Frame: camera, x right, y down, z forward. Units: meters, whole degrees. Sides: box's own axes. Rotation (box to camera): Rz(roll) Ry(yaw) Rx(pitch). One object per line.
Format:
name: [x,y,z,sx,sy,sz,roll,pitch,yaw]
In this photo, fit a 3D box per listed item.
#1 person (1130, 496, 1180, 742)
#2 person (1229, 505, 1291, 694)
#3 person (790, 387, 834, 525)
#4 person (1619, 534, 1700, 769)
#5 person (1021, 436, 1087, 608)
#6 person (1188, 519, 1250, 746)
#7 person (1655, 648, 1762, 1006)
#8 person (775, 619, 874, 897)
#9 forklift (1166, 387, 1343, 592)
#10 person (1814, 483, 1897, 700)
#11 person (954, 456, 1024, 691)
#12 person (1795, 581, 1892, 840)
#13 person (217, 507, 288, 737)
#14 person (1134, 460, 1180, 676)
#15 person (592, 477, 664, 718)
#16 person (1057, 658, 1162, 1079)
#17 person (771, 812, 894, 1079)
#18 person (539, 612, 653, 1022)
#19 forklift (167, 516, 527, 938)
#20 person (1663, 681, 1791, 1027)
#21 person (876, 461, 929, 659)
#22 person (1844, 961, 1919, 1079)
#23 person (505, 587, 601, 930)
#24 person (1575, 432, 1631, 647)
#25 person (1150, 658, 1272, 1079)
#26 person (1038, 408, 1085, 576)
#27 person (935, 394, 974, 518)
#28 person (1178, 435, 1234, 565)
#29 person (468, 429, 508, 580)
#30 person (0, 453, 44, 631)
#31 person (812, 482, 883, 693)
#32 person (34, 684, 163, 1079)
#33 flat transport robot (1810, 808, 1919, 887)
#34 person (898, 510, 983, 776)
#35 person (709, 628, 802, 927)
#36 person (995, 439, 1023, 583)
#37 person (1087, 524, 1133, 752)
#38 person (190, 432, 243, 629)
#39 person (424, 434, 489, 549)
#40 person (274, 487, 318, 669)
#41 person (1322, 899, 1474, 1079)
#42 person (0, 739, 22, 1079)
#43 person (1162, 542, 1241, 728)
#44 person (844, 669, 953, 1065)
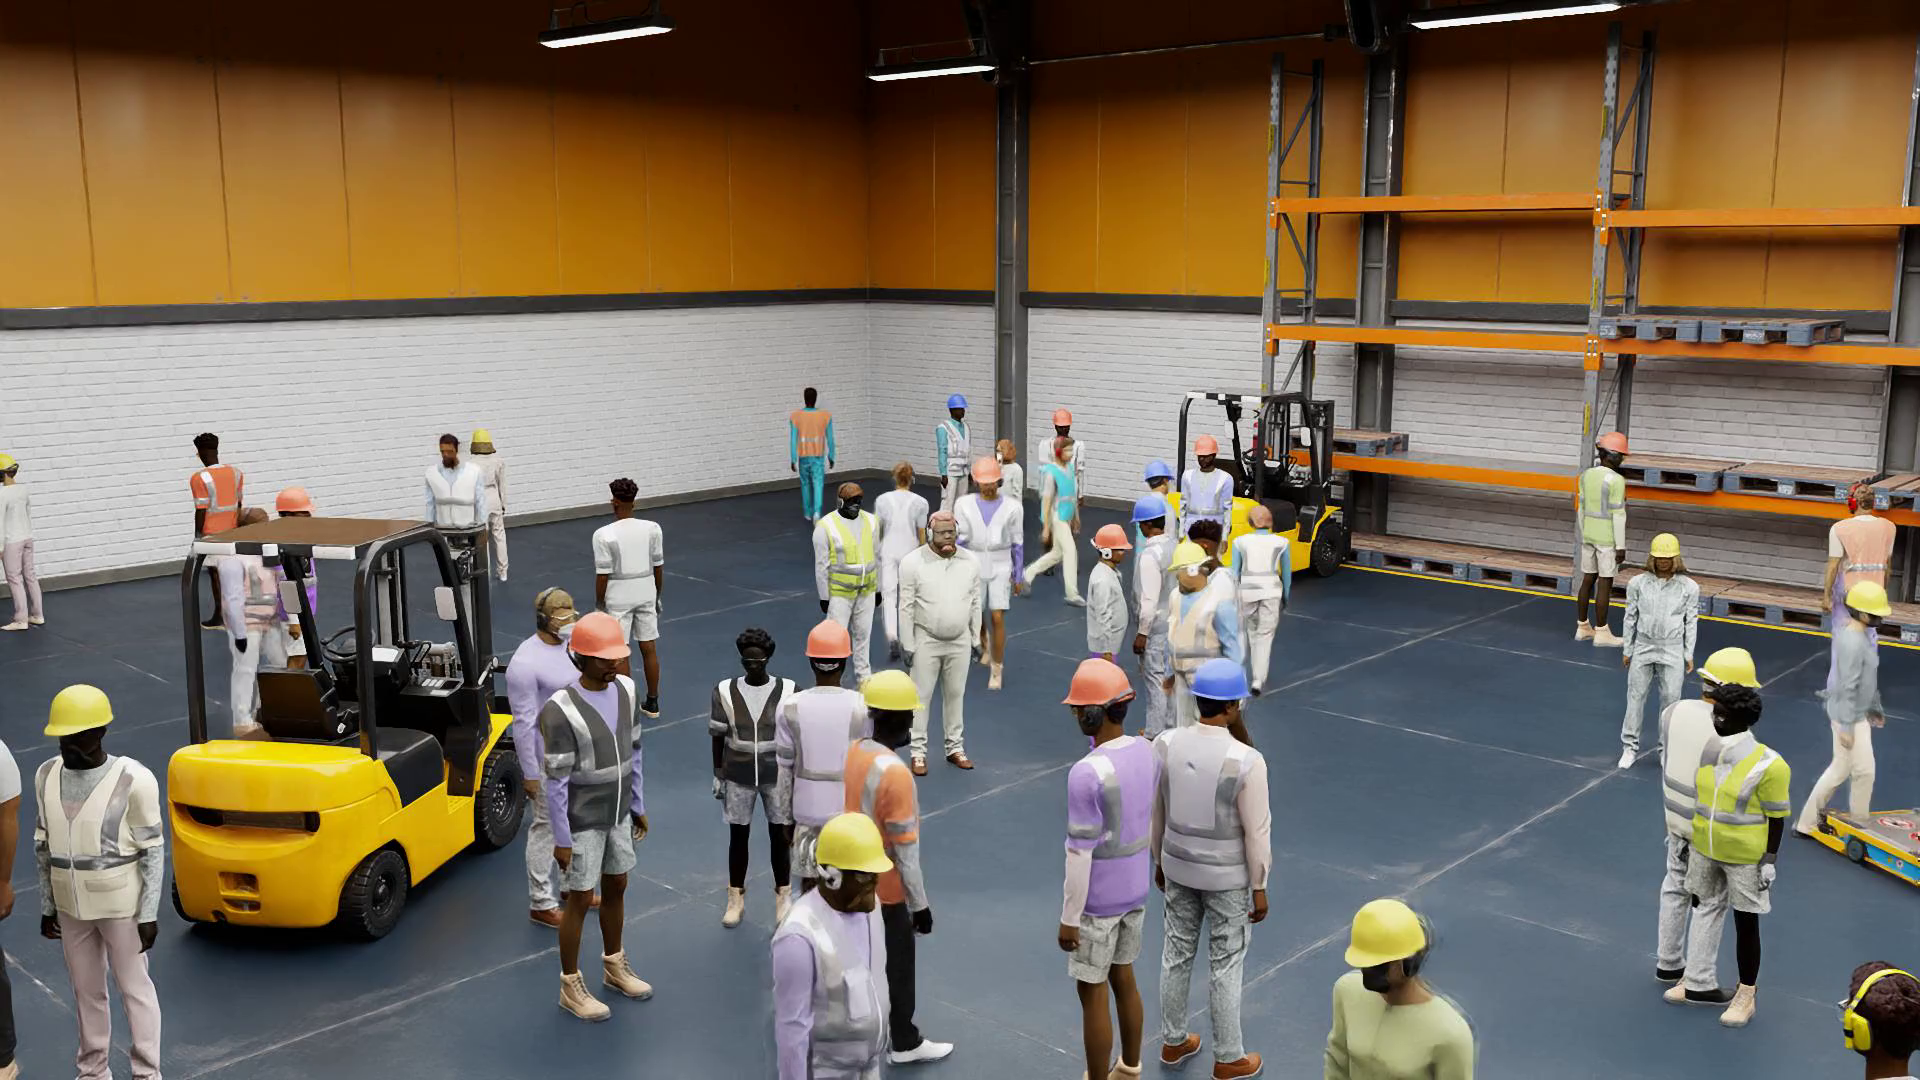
person: [1.450,0.631,12.445,0.403,1.937,0.604,5,11,25]
person: [2.549,0.497,14.201,0.535,1.592,0.842,3,10,16]
person: [-2.024,-1.156,22.800,0.606,1.881,0.967,-1,10,-8]
person: [5.028,0.811,11.971,0.493,1.743,0.312,4,11,20]
person: [1.003,-0.208,17.587,0.826,1.810,0.577,4,11,21]
person: [1.823,0.817,11.448,0.501,1.926,0.652,0,10,-2]
person: [3.730,1.423,8.287,0.403,1.817,0.605,-3,10,-14]
person: [-0.647,1.355,8.371,0.540,1.929,0.384,1,10,7]
forklift: [3.298,-0.608,18.767,1.214,2.155,2.313,9,13,42]
person: [7.436,0.449,13.775,0.562,1.837,0.386,-1,10,-6]
person: [0.257,0.248,14.425,0.607,2.015,0.788,1,10,7]
person: [5.580,1.098,10.376,0.576,1.737,0.569,6,11,29]
person: [-5.394,0.637,12.747,0.522,1.818,0.647,1,10,7]
person: [1.743,0.263,14.647,0.399,1.910,0.665,-4,11,-20]
person: [-2.638,0.478,13.231,0.603,1.967,0.366,-8,13,-37]
person: [0.613,1.512,7.186,0.410,2.030,0.611,7,12,36]
person: [-0.537,1.832,6.011,0.798,1.799,0.598,6,11,29]
person: [-1.751,1.343,8.140,0.417,2.035,0.606,6,12,32]
forklift: [-3.583,0.976,9.748,1.214,2.155,2.313,2,10,11]
person: [3.741,1.514,8.106,0.318,1.694,0.539,-6,12,-31]
person: [-0.551,0.179,15.392,0.523,1.822,0.879,1,10,3]
person: [2.464,2.060,4.542,0.511,1.861,0.324,-2,10,-11]
person: [-2.251,1.200,9.249,0.367,1.926,0.637,4,11,21]
person: [6.130,-0.008,15.813,0.391,2.034,0.605,-3,10,-15]
person: [1.137,1.490,7.533,0.614,1.943,0.405,8,13,40]
person: [1.177,-0.551,19.173,0.545,1.938,0.361,-2,10,-11]
person: [-0.057,-0.857,20.882,0.380,1.951,0.605,7,12,36]
person: [2.418,-0.074,16.461,0.544,1.939,0.354,4,11,24]
person: [-5.362,-0.384,18.780,0.315,1.741,0.494,9,14,43]
person: [-9.375,0.017,16.457,0.345,1.756,0.518,0,10,1]
person: [-0.921,0.422,13.950,0.619,1.836,0.431,-7,12,-34]
person: [-3.724,1.558,7.192,0.585,1.929,0.363,2,10,10]
flat transport robot: [5.863,1.904,9.939,0.652,0.197,1.431,-2,10,-11]
person: [-0.124,0.731,11.959,0.639,1.911,0.402,-4,11,-21]
person: [-1.121,1.313,9.242,0.541,1.696,0.315,0,10,-3]
person: [0.526,-0.329,18.805,0.272,1.627,0.502,-7,12,-35]
person: [1.103,0.747,12.310,0.330,1.751,0.565,1,10,6]
person: [-7.369,-0.092,16.502,0.377,1.959,0.604,4,11,21]
person: [-5.124,-0.154,16.993,0.631,1.907,0.529,-1,10,-6]
person: [-5.132,0.545,12.936,0.362,1.938,0.545,-2,10,-12]
person: [1.437,1.966,5.390,0.537,1.742,0.556,-8,13,-37]
person: [-4.508,1.487,7.277,0.688,2.000,0.536,0,10,0]
person: [1.632,0.922,11.285,0.408,1.801,0.688,-6,11,-29]
person: [-0.434,1.527,7.463,0.817,1.903,0.594,-3,11,-18]
